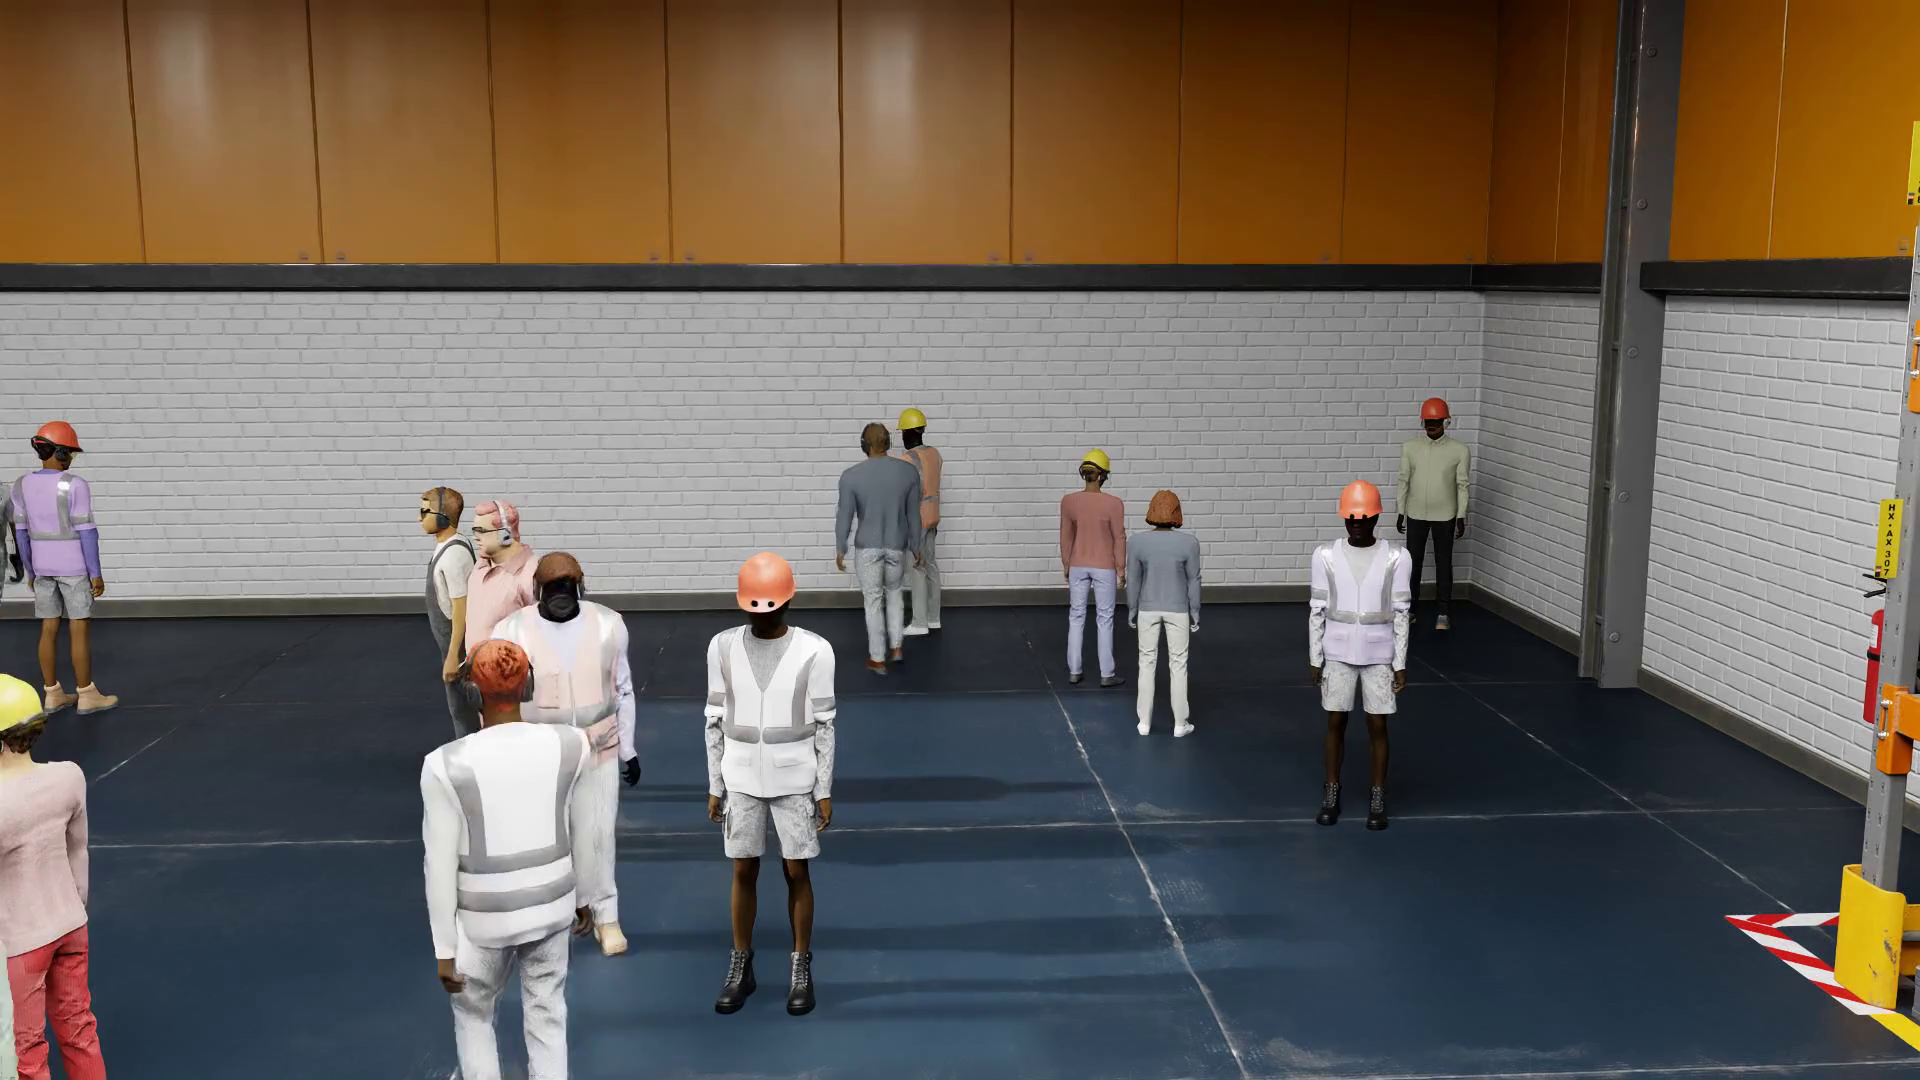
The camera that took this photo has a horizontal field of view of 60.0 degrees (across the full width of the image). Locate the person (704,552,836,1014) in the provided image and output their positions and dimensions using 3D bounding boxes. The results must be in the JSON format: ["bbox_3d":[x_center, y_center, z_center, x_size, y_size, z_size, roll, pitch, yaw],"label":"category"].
[{"bbox_3d":[-0.782,0.995,6.823,0.543,1.928,0.370,1,9,5],"label":"person"}]

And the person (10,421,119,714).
[{"bbox_3d":[-6.199,0.195,11.519,0.605,2.033,0.392,2,9,12],"label":"person"}]

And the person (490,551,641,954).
[{"bbox_3d":[-1.748,0.953,7.361,0.664,1.841,0.429,-4,10,-23],"label":"person"}]

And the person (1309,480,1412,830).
[{"bbox_3d":[2.179,0.629,9.115,0.542,1.933,0.383,3,10,18],"label":"person"}]

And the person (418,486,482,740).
[{"bbox_3d":[-2.899,0.609,9.505,0.348,1.847,0.505,-3,9,-15],"label":"person"}]

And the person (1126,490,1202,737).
[{"bbox_3d":[1.340,0.483,10.953,0.499,1.634,0.278,3,9,16],"label":"person"}]

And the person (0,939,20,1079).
[{"bbox_3d":[-2.739,1.550,4.328,0.521,1.609,0.455,-2,9,-14],"label":"person"}]

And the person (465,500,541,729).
[{"bbox_3d":[-2.322,0.738,8.512,0.651,1.904,0.401,8,12,41],"label":"person"}]

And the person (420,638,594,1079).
[{"bbox_3d":[-1.477,1.240,5.497,0.586,1.865,0.526,-5,10,-29],"label":"person"}]

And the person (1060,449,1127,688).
[{"bbox_3d":[0.991,0.211,12.279,0.522,1.761,0.321,5,10,28],"label":"person"}]

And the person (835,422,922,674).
[{"bbox_3d":[-0.634,0.061,12.674,0.662,1.928,0.465,-3,10,-20],"label":"person"}]

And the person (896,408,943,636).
[{"bbox_3d":[-0.372,-0.151,14.029,0.385,1.922,0.594,5,10,27],"label":"person"}]

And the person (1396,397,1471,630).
[{"bbox_3d":[4.047,-0.227,14.287,0.614,1.994,0.381,4,10,25],"label":"person"}]

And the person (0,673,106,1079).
[{"bbox_3d":[-3.038,1.299,5.412,0.304,1.772,0.525,2,9,11],"label":"person"}]

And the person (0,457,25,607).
[{"bbox_3d":[-7.115,0.192,12.160,0.530,1.828,0.828,-2,9,-12],"label":"person"}]
